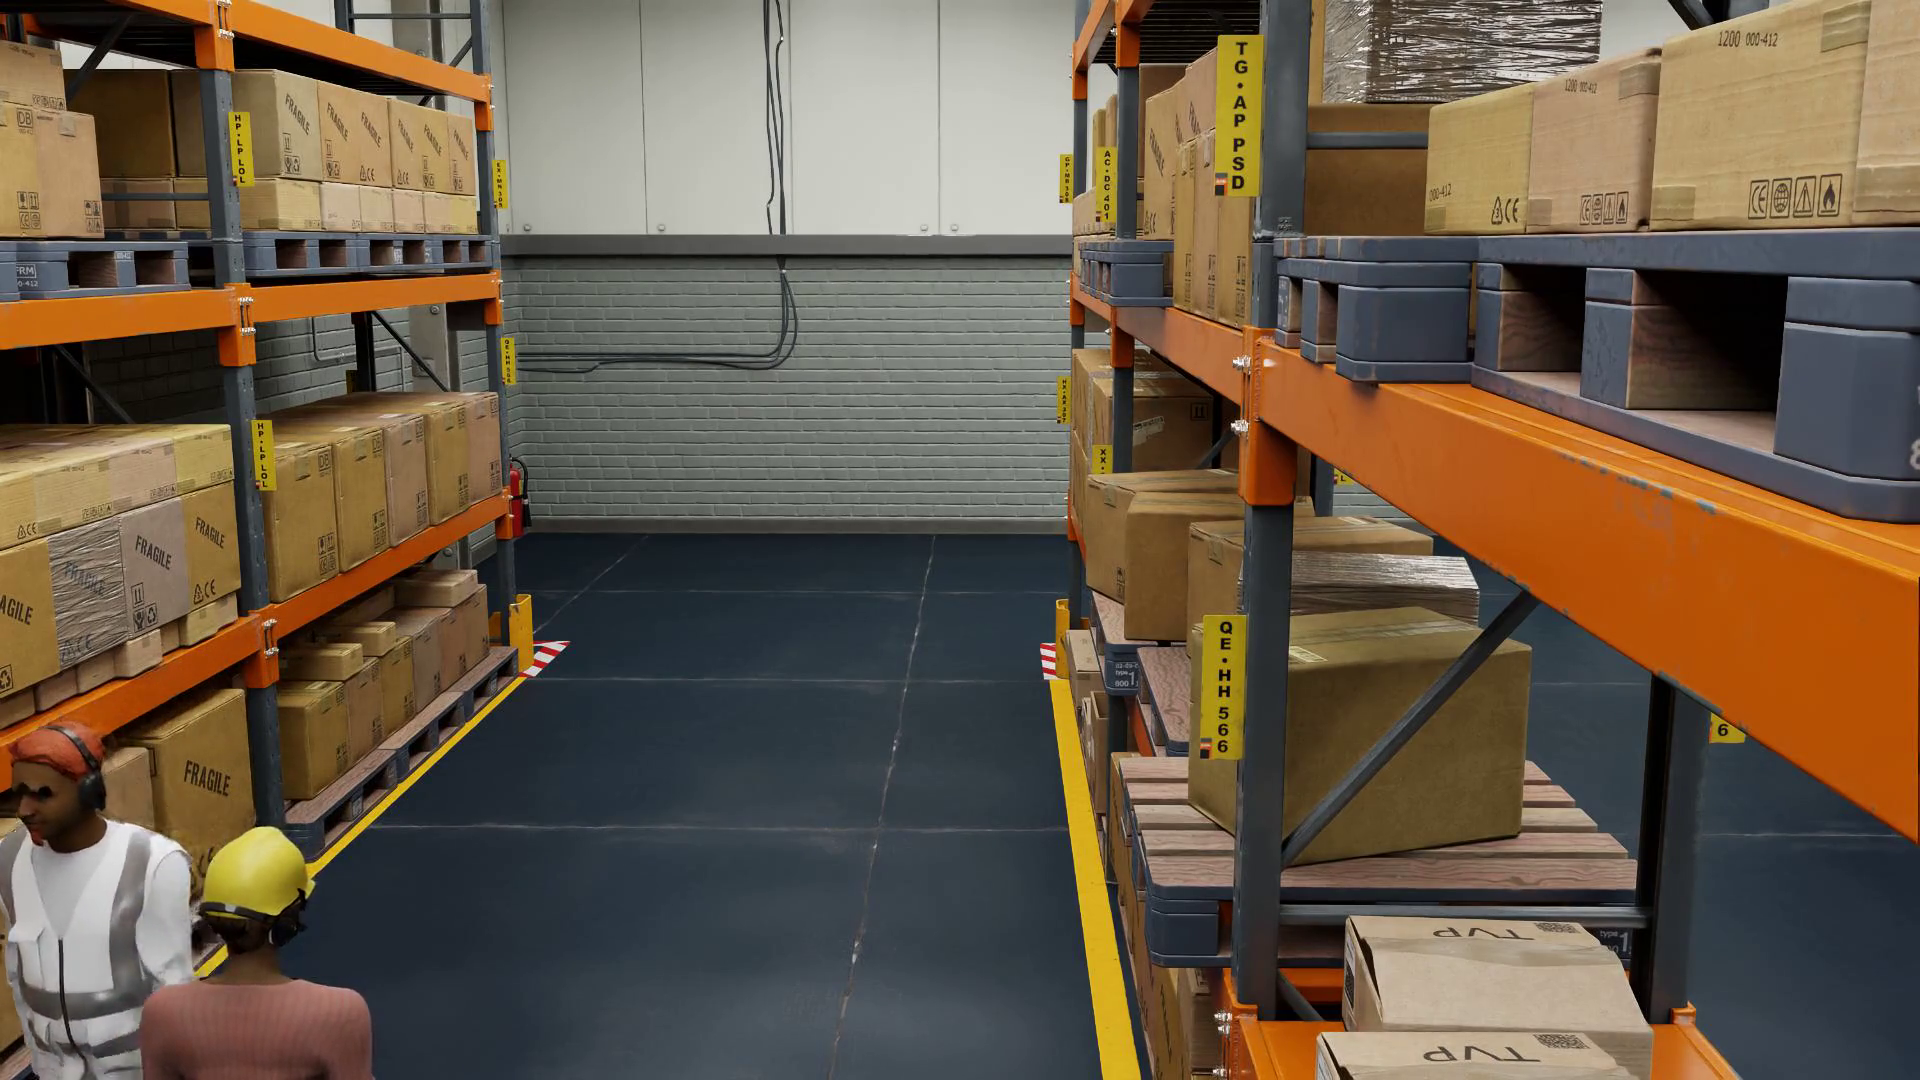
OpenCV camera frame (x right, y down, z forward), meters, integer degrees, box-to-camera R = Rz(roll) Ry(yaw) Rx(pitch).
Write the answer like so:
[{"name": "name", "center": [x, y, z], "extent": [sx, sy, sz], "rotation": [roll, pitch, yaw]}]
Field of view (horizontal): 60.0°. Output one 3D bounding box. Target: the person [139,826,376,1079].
[{"name": "person", "center": [-1.528, 1.504, 3.724], "extent": [0.527, 1.768, 0.329], "rotation": [0, 10, 3]}]

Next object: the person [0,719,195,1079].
[{"name": "person", "center": [-2.219, 1.374, 4.222], "extent": [0.598, 1.836, 0.958], "rotation": [1, 10, 8]}]
